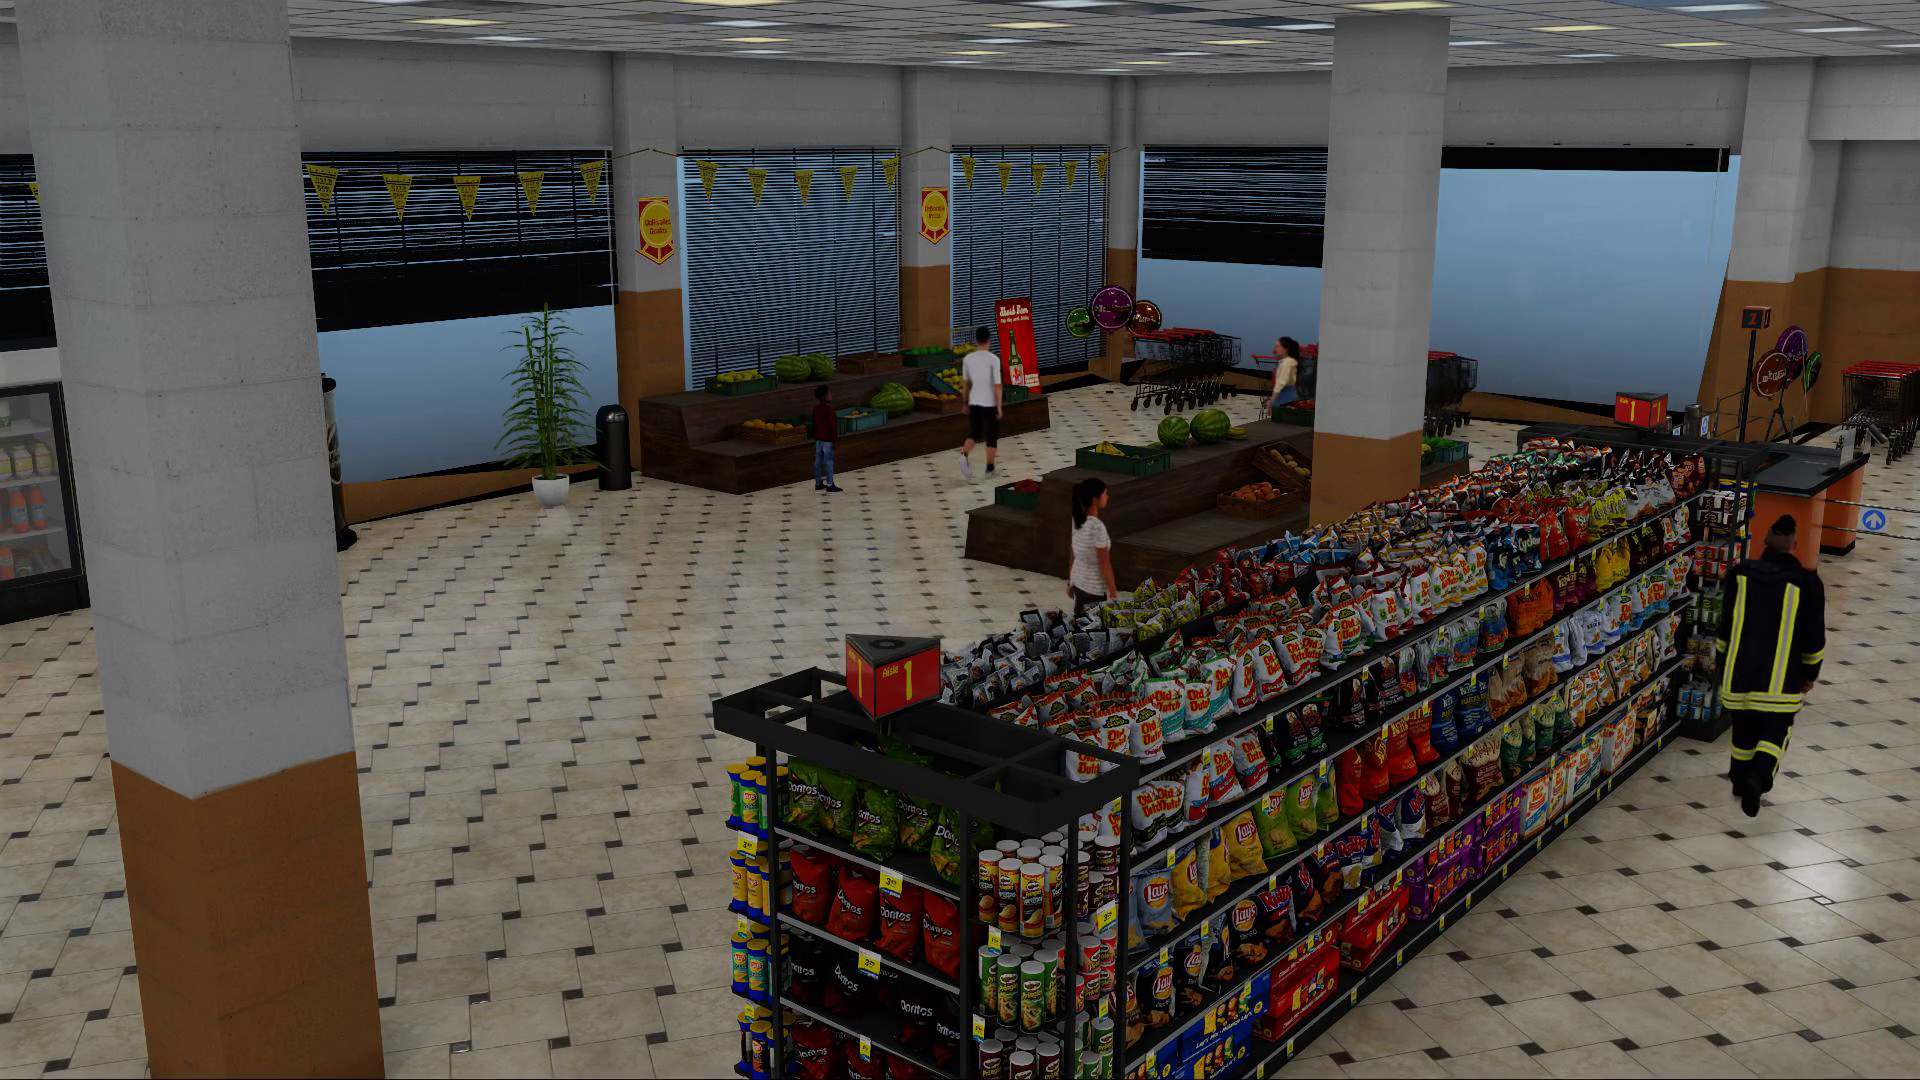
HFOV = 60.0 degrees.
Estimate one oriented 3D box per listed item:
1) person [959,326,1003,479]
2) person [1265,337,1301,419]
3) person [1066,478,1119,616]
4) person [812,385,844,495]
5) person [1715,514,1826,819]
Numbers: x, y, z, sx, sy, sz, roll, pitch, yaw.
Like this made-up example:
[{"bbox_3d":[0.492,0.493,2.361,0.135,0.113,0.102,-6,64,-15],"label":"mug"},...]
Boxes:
[{"bbox_3d":[0.224,-1.609,19.876,0.807,1.829,1.097,8,16,30],"label":"person"},{"bbox_3d":[4.182,-1.737,20.912,1.029,1.590,1.041,2,14,10],"label":"person"},{"bbox_3d":[0.859,0.372,12.169,1.068,1.611,0.901,-4,14,-17],"label":"person"},{"bbox_3d":[-1.570,-1.176,19.304,0.514,1.256,0.499,13,19,43],"label":"person"},{"bbox_3d":[4.840,0.768,10.063,0.743,1.835,0.971,11,17,38],"label":"person"}]
